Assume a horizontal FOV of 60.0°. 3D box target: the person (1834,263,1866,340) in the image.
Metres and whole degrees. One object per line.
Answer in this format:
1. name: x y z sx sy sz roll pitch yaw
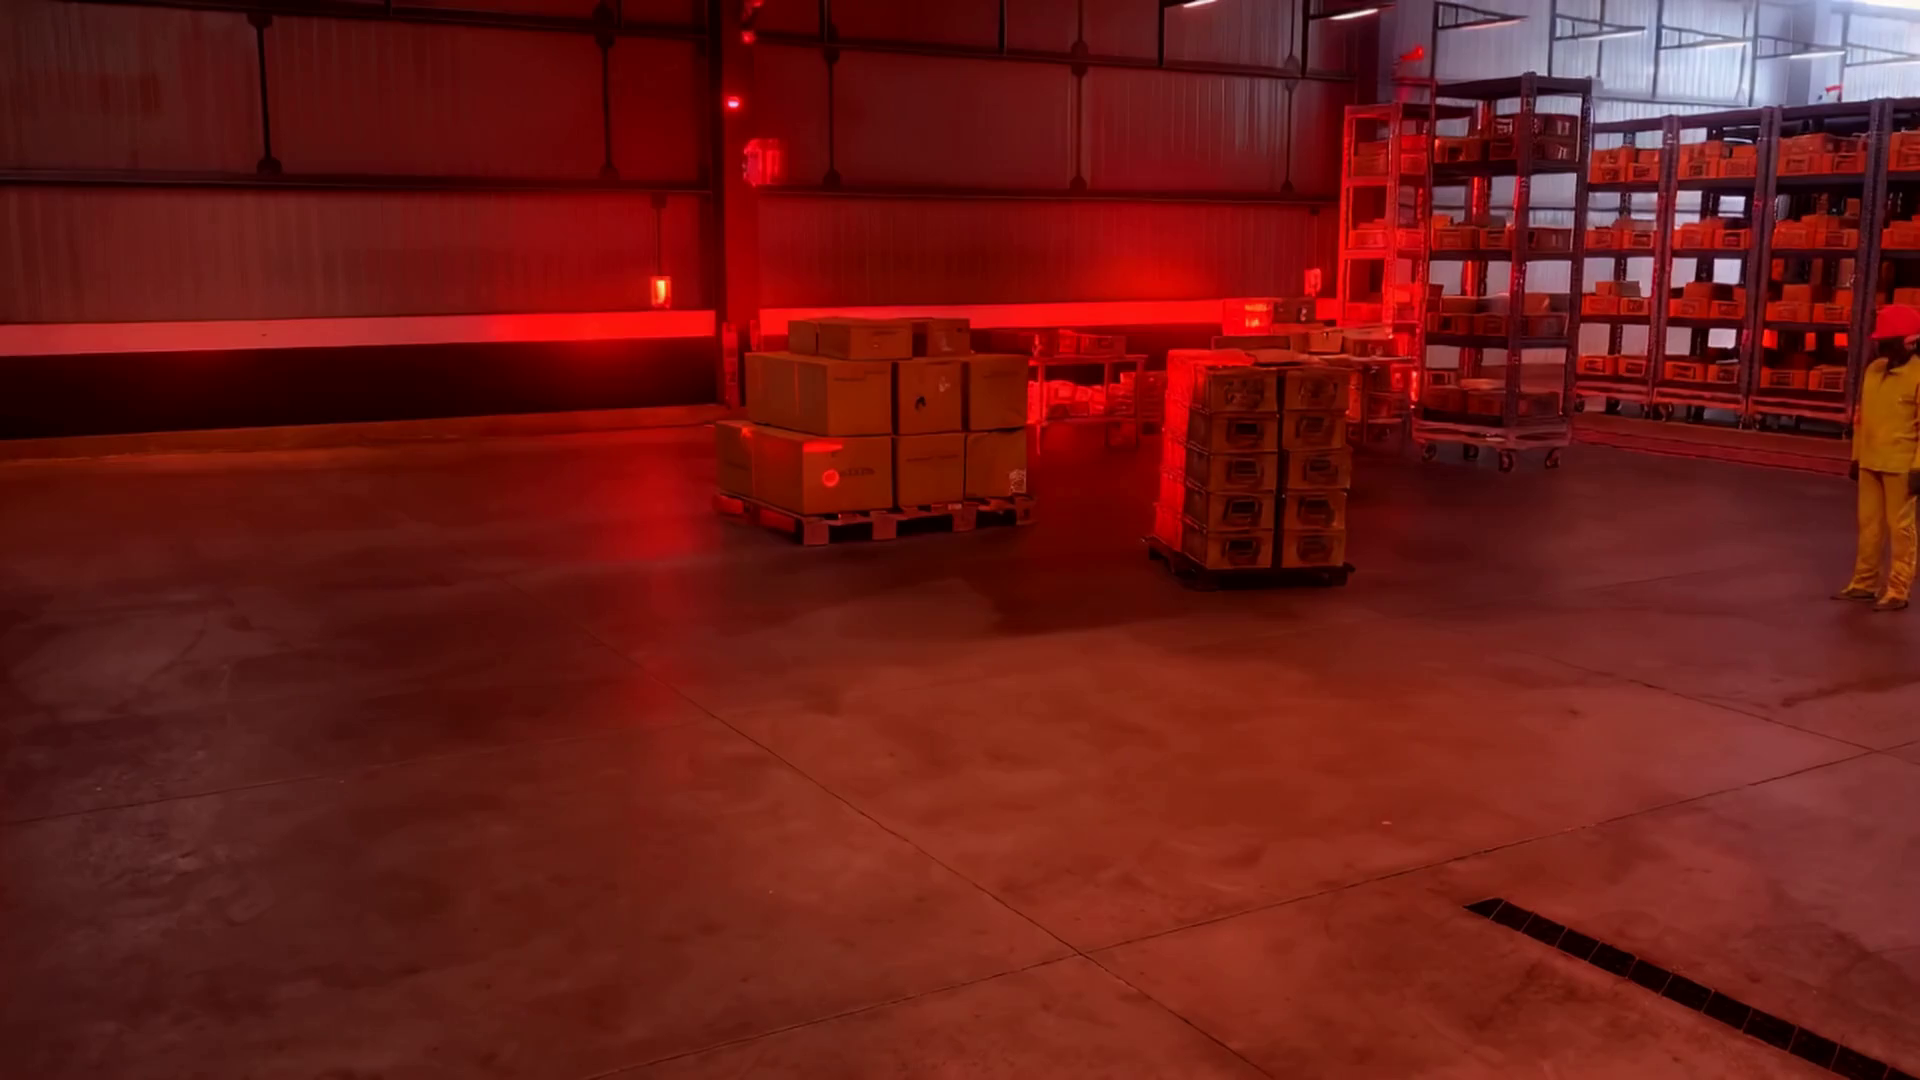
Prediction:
1. person: 13.795 -3.354 25.700 0.423 1.818 0.597 -8 13 -39

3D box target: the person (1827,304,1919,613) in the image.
1. person: 5.298 -0.465 9.504 0.328 1.750 0.560 -2 10 -13
